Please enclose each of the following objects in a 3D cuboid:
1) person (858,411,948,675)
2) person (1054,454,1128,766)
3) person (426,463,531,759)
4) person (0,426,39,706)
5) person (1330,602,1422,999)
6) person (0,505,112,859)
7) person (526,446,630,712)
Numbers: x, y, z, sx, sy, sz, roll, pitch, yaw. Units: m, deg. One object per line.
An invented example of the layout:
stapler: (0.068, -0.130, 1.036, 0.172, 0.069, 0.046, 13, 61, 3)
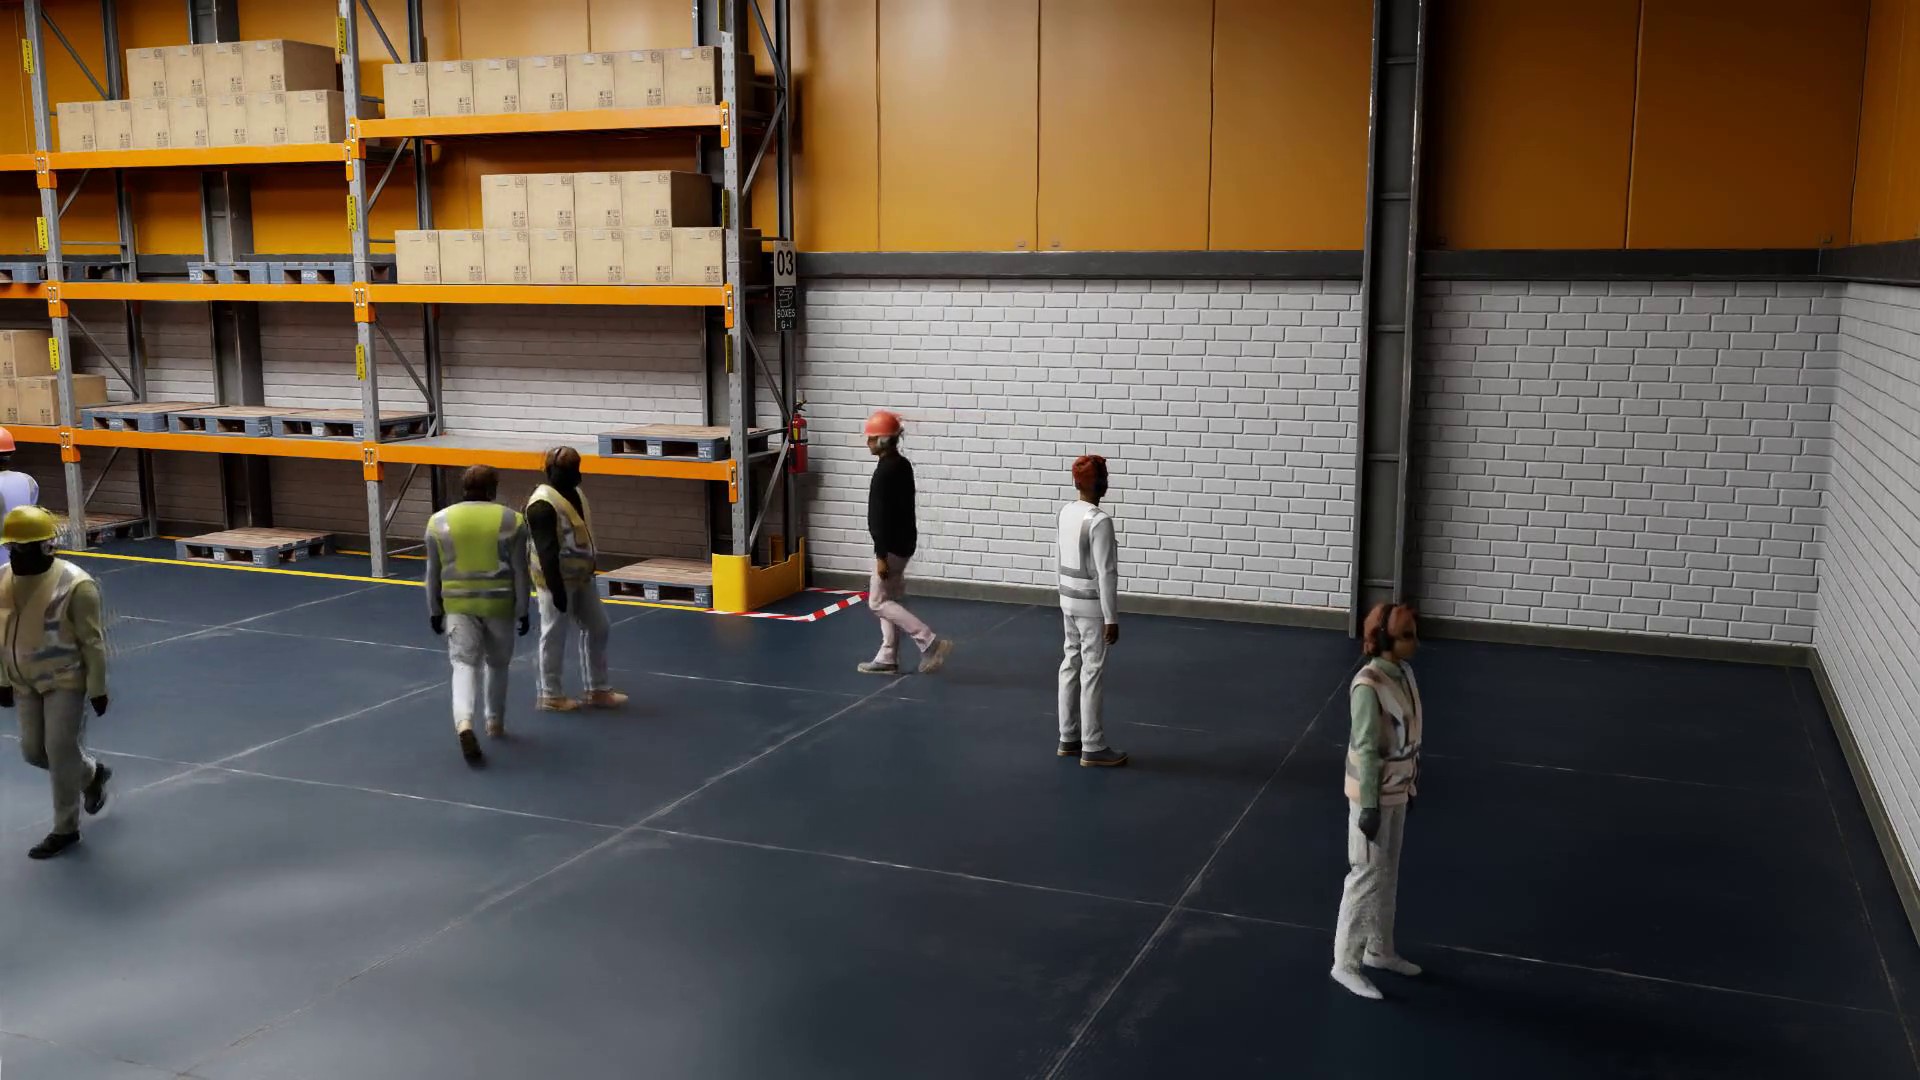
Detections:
person: (-0.429, 0.047, 12.076, 0.645, 1.974, 0.624, 3, 10, 17)
person: (0.784, 0.422, 10.058, 0.350, 1.884, 0.583, -5, 11, -27)
person: (-2.984, 0.428, 10.320, 0.633, 1.805, 0.889, -2, 10, -12)
person: (-6.552, 0.171, 11.406, 0.347, 1.943, 0.545, 1, 9, 8)
person: (1.752, 1.063, 6.923, 0.309, 1.640, 0.518, 6, 11, 31)
person: (-4.663, 0.692, 8.630, 0.620, 1.818, 0.636, 2, 10, 14)
person: (-2.535, 0.281, 11.122, 0.716, 1.814, 0.638, 2, 10, 14)
